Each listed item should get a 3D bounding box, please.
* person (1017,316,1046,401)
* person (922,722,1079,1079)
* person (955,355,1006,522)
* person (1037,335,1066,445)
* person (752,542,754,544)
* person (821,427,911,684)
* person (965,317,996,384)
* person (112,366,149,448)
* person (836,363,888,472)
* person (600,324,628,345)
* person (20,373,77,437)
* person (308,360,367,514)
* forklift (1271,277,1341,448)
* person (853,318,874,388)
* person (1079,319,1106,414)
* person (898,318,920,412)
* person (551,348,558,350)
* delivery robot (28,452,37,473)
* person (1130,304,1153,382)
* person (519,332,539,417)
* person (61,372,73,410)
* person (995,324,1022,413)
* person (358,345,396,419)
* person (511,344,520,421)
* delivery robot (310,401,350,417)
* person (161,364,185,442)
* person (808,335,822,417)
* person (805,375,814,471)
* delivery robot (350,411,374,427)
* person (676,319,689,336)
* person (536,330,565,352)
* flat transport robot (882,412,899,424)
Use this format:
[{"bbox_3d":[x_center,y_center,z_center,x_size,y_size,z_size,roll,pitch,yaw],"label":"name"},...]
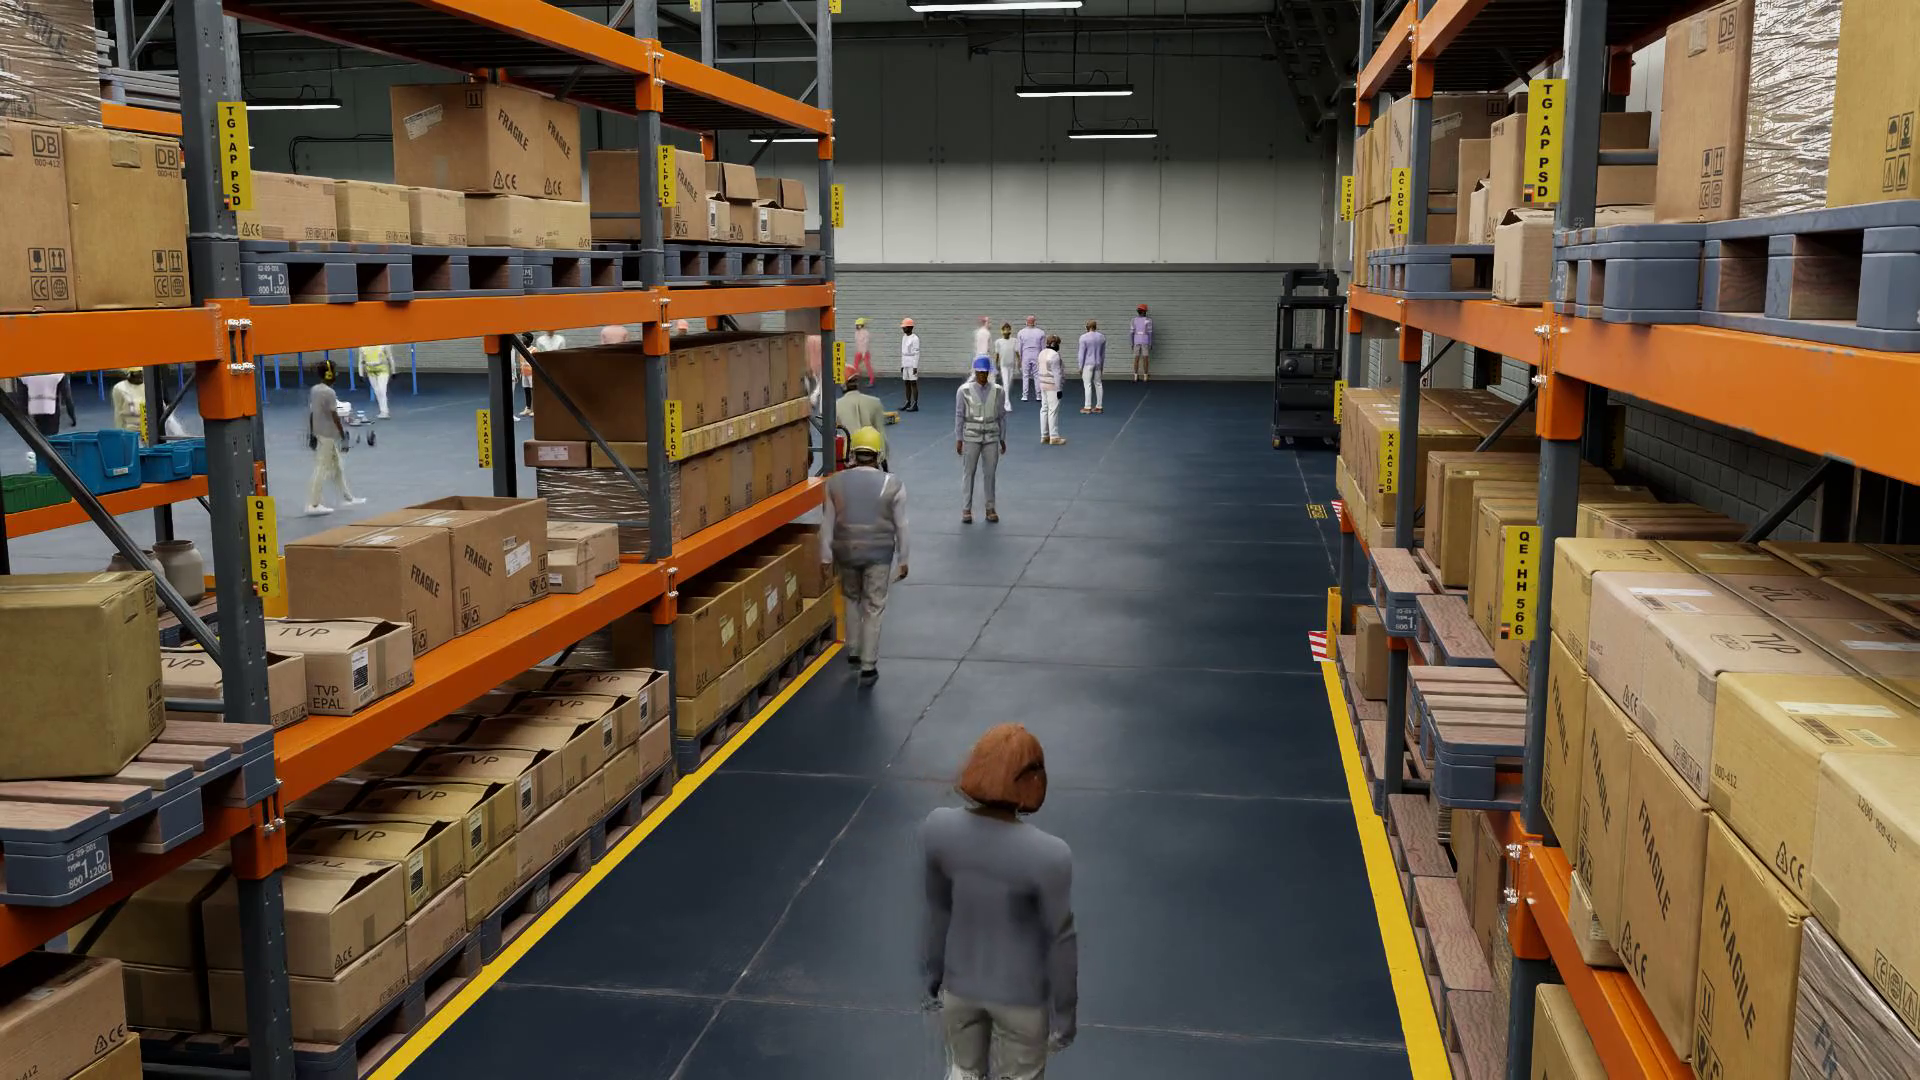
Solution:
[{"bbox_3d":[1.593,-4.067,37.325,0.644,1.905,0.400,0,9,-2],"label":"person"},{"bbox_3d":[0.099,1.331,4.875,0.524,1.620,0.464,5,11,30],"label":"person"},{"bbox_3d":[0.247,-1.188,19.430,0.615,1.945,0.404,-2,9,-12],"label":"person"},{"bbox_3d":[1.563,-2.553,28.194,0.429,1.838,0.621,-5,10,-27],"label":"person"},{"bbox_3d":[-2.069,-0.700,16.478,0.594,1.942,0.899,3,10,17],"label":"person"},{"bbox_3d":[-0.656,0.095,11.919,0.628,1.810,0.612,1,9,8],"label":"person"},{"bbox_3d":[0.516,-4.249,38.580,0.969,1.870,0.653,-2,10,-14],"label":"person"},{"bbox_3d":[-10.685,-1.469,21.569,0.567,1.815,0.607,5,11,29],"label":"person"},{"bbox_3d":[-1.077,-0.834,17.175,0.647,1.968,0.451,-3,10,-20],"label":"person"},{"bbox_3d":[-8.186,-4.392,39.358,0.678,1.906,0.419,-3,10,-16],"label":"person"},{"bbox_3d":[-12.632,-1.749,23.116,0.624,1.863,0.995,-1,9,-5],"label":"person"},{"bbox_3d":[-7.549,-1.254,20.151,0.882,1.833,0.565,-9,13,-43],"label":"person"},{"bbox_3d":[5.847,-3.016,27.970,1.129,2.768,1.873,1,9,9],"label":"forklift"},{"bbox_3d":[-2.487,-4.643,41.433,0.532,1.724,0.929,8,12,41],"label":"person"},{"bbox_3d":[2.717,-3.582,34.267,0.627,1.929,0.381,-6,11,-32],"label":"person"},{"bbox_3d":[-1.067,-3.659,34.695,0.370,1.939,0.543,-6,11,-33],"label":"person"},{"bbox_3d":[-6.772,-2.396,27.885,0.544,1.619,0.552,-3,10,-15],"label":"person"},{"bbox_3d":[-12.634,-1.147,23.304,0.707,0.478,0.477,-9,13,-42],"label":"delivery robot"},{"bbox_3d":[4.815,-5.219,44.024,0.605,2.035,0.392,4,10,24],"label":"person"},{"bbox_3d":[-8.657,-3.331,33.420,0.533,1.697,0.318,7,12,37],"label":"person"},{"bbox_3d":[-19.055,-3.658,35.049,0.788,1.815,0.533,8,12,41],"label":"person"},{"bbox_3d":[0.994,-3.610,34.745,0.529,1.835,0.939,-2,10,-15],"label":"person"},{"bbox_3d":[-11.522,-3.279,32.813,0.654,1.791,0.725,1,9,7],"label":"person"},{"bbox_3d":[-8.771,-3.174,32.308,0.295,1.744,0.484,4,10,21],"label":"person"},{"bbox_3d":[-11.974,-2.498,31.634,0.707,0.478,0.477,-4,10,-24],"label":"delivery robot"},{"bbox_3d":[-13.280,-2.417,27.499,0.964,1.799,0.628,-9,13,-43],"label":"person"},{"bbox_3d":[-2.745,-3.411,33.051,0.640,1.975,0.440,8,12,40],"label":"person"},{"bbox_3d":[-2.097,-1.361,20.344,0.699,2.000,0.538,-6,11,-34],"label":"person"},{"bbox_3d":[-10.143,-2.060,28.137,0.335,0.223,0.698,-1,9,-6],"label":"delivery robot"},{"bbox_3d":[-5.424,-3.337,32.564,0.641,1.982,0.434,-2,9,-11],"label":"person"},{"bbox_3d":[-8.465,-3.611,34.448,0.651,1.920,0.599,-4,10,-24],"label":"person"},{"bbox_3d":[-1.673,-2.307,31.618,0.652,0.197,1.431,3,10,15],"label":"flat transport robot"}]
